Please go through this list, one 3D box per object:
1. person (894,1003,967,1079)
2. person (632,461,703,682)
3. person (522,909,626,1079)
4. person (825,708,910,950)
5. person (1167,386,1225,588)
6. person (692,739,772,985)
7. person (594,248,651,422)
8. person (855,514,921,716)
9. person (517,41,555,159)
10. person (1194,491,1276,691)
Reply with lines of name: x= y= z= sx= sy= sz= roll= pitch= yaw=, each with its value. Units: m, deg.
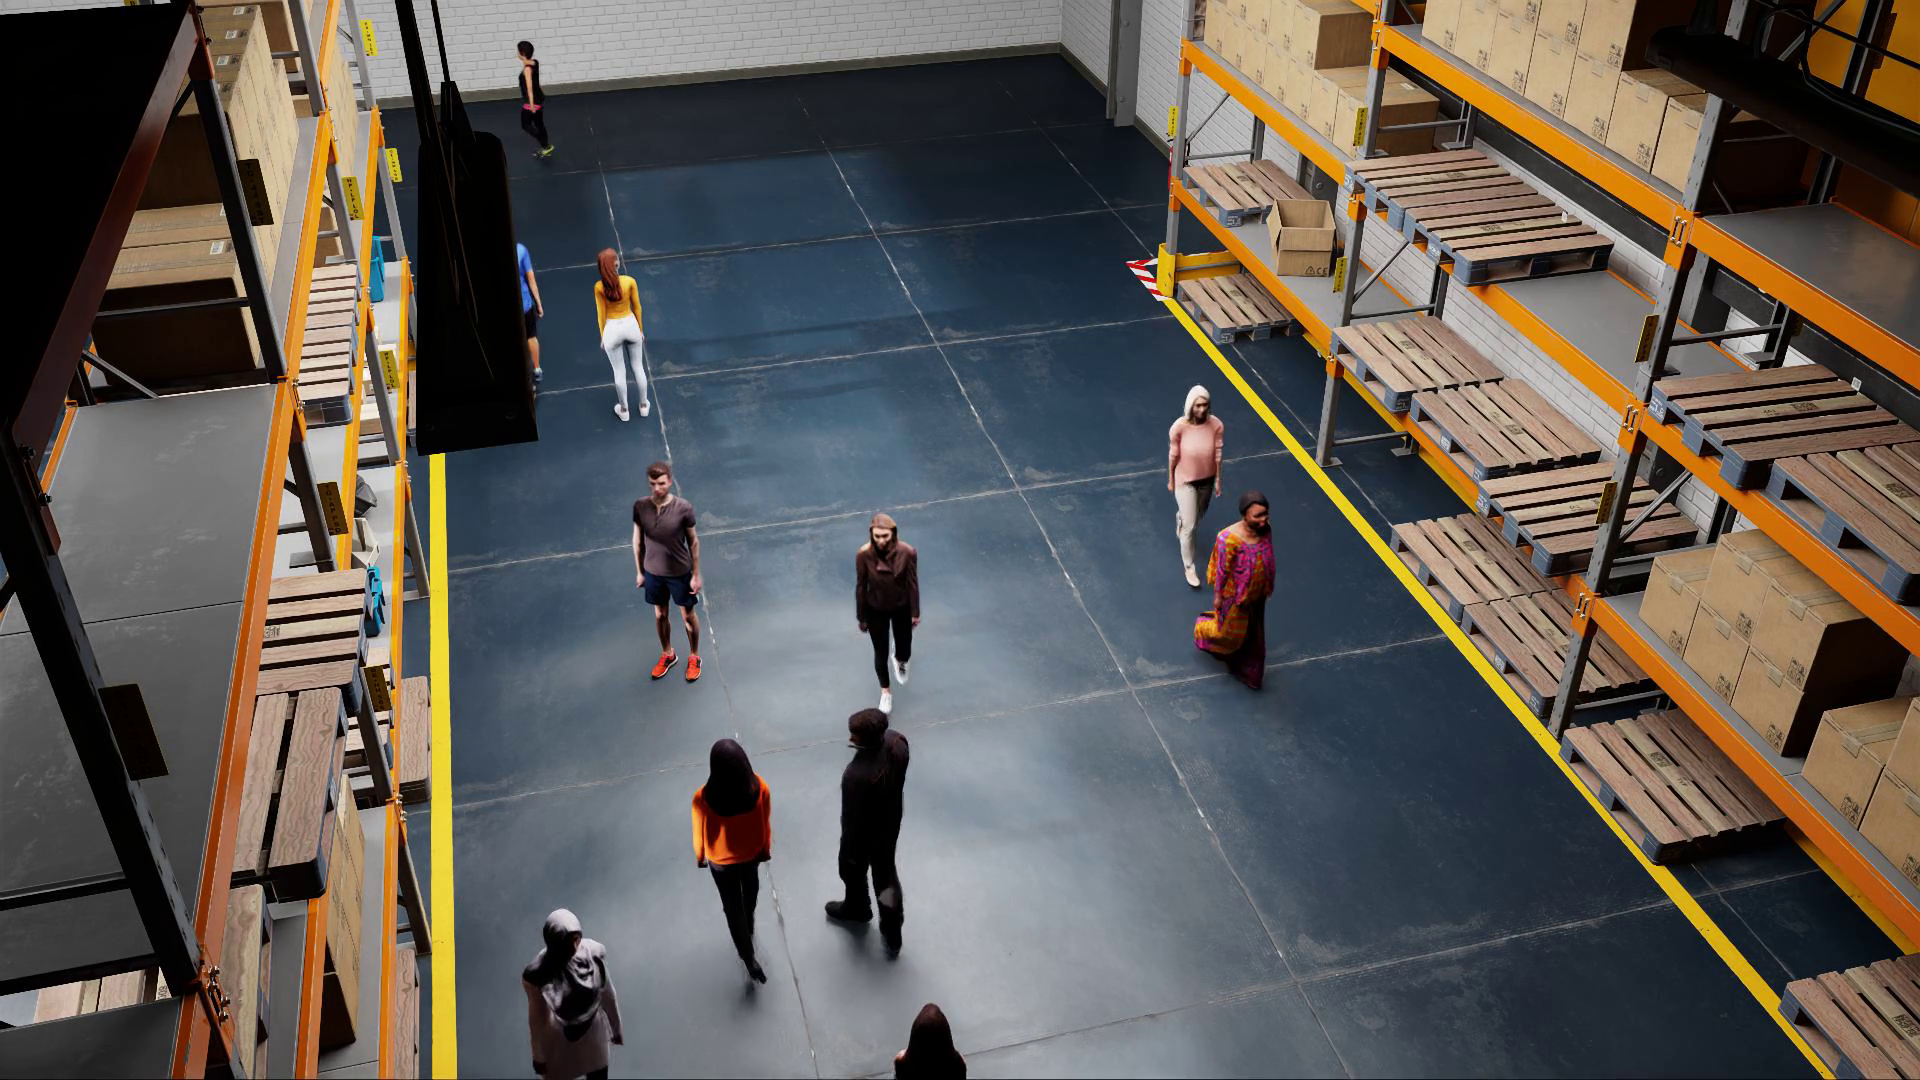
person: x=-0.151 y=3.015 z=8.513 sx=0.733 sy=1.547 sz=0.942 roll=4 pitch=34 yaw=5
person: x=-2.169 y=0.224 z=12.434 sx=0.727 sy=1.853 sz=0.690 roll=5 pitch=34 yaw=7
person: x=-2.091 y=2.623 z=8.902 sx=0.780 sy=1.768 sz=0.926 roll=-18 pitch=38 yaw=-25
person: x=-0.499 y=1.748 z=10.096 sx=1.103 sy=1.904 sz=1.045 roll=28 pitch=43 yaw=35
person: x=1.920 y=-0.535 z=13.714 sx=0.615 sy=1.699 sz=1.072 roll=-6 pitch=34 yaw=-9
person: x=-1.326 y=1.935 z=9.967 sx=0.693 sy=1.735 sz=1.007 roll=-13 pitch=36 yaw=-18
person: x=-3.211 y=-1.950 z=15.799 sx=0.588 sy=1.749 sz=0.553 roll=-11 pitch=35 yaw=-16
person: x=-0.518 y=0.483 z=12.192 sx=0.705 sy=1.690 sz=0.787 roll=-1 pitch=34 yaw=-2
person: x=-5.485 y=-5.729 z=21.674 sx=0.701 sy=1.540 sz=0.636 roll=4 pitch=34 yaw=6
person: x=2.081 y=0.330 z=12.449 sx=0.823 sy=1.660 sz=1.029 roll=-20 pitch=39 yaw=-27
